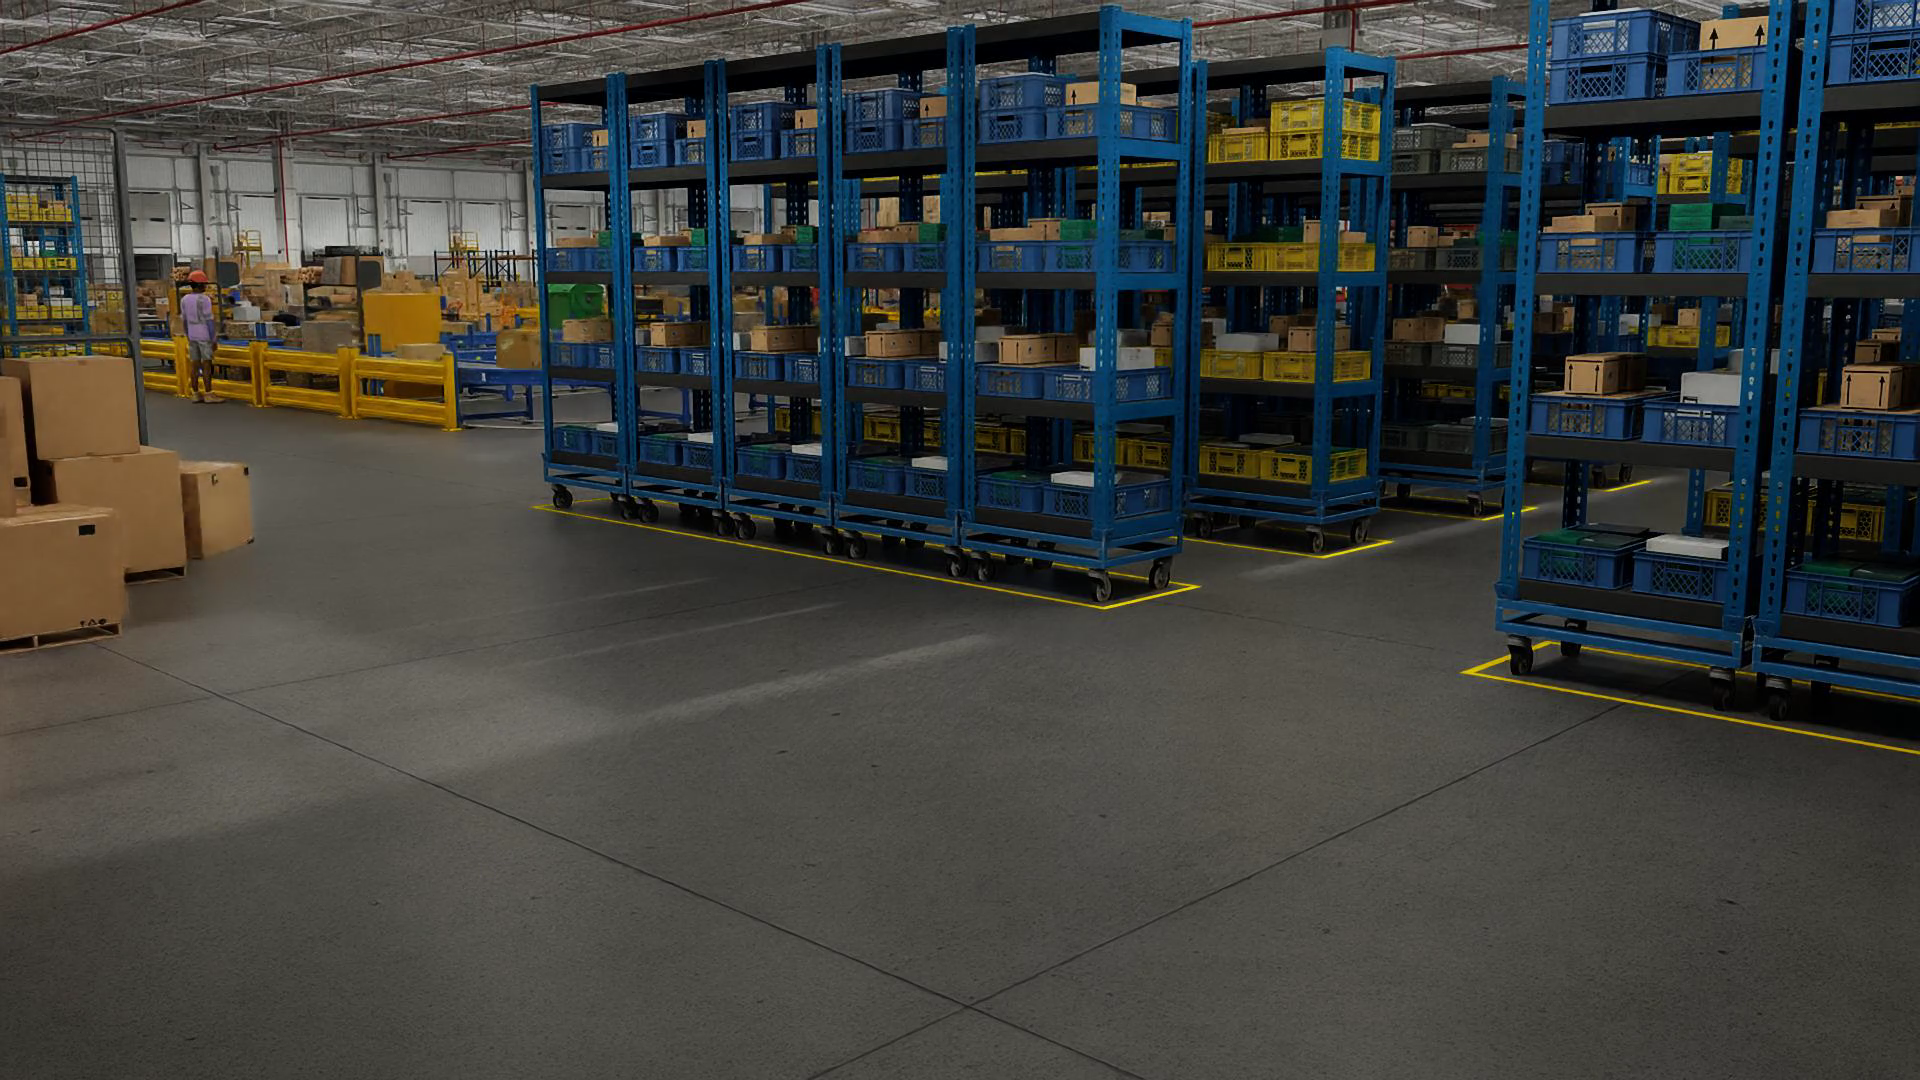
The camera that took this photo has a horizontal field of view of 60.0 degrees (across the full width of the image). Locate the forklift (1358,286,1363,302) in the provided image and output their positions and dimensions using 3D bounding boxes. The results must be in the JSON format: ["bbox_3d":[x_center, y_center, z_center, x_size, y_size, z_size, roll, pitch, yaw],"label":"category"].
[{"bbox_3d":[11.100,-7.017,46.970,1.873,2.768,1.129,9,13,43],"label":"forklift"}]

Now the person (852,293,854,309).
[{"bbox_3d":[-4.264,-9.323,64.014,0.616,1.945,1.045,-3,10,-20],"label":"person"}]

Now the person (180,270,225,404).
[{"bbox_3d":[-11.647,-3.106,25.547,0.608,2.044,0.370,4,10,25],"label":"person"}]

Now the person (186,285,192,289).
[{"bbox_3d":[-27.012,-8.382,58.441,0.528,1.867,0.314,4,10,23],"label":"person"}]

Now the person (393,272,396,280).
[{"bbox_3d":[-28.951,-12.799,85.378,0.493,1.915,0.603,-6,11,-31],"label":"person"}]

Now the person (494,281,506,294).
[{"bbox_3d":[-16.139,-8.305,58.514,0.535,1.693,0.319,5,11,30],"label":"person"}]

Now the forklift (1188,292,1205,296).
[{"bbox_3d":[8.218,-9.509,62.249,1.873,2.768,1.129,9,13,43],"label":"forklift"}]

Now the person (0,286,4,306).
[{"bbox_3d":[-40.918,-10.344,70.930,0.722,1.720,0.489,-1,9,-6],"label":"person"}]

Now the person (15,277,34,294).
[{"bbox_3d":[-29.820,-7.539,53.101,0.541,1.929,0.397,-9,13,-43],"label":"person"}]

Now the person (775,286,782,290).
[{"bbox_3d":[-8.049,-10.716,72.826,0.980,1.832,0.577,4,10,23],"label":"person"}]

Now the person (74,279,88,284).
[{"bbox_3d":[-42.302,-11.910,80.145,0.624,1.844,0.429,-5,10,-26],"label":"person"}]

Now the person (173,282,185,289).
[{"bbox_3d":[-35.099,-11.001,74.780,0.838,1.827,0.638,2,10,14],"label":"person"}]

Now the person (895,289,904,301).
[{"bbox_3d":[-2.084,-8.301,58.408,0.525,1.712,0.966,-8,12,-39],"label":"person"}]

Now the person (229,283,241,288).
[{"bbox_3d":[-27.269,-9.084,62.575,0.596,1.921,0.380,5,10,27],"label":"person"}]

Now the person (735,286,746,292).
[{"bbox_3d":[-8.382,-9.129,62.485,0.684,2.000,0.535,-1,9,-5],"label":"person"}]

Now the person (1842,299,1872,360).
[{"bbox_3d":[11.974,-2.465,22.335,0.564,1.815,0.602,5,11,30],"label":"person"}]

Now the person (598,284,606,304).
[{"bbox_3d":[-13.461,-9.088,62.546,0.356,1.939,0.543,2,9,10],"label":"person"}]

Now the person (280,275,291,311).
[{"bbox_3d":[-23.153,-8.190,57.285,0.481,1.854,0.555,-5,11,-29],"label":"person"}]
